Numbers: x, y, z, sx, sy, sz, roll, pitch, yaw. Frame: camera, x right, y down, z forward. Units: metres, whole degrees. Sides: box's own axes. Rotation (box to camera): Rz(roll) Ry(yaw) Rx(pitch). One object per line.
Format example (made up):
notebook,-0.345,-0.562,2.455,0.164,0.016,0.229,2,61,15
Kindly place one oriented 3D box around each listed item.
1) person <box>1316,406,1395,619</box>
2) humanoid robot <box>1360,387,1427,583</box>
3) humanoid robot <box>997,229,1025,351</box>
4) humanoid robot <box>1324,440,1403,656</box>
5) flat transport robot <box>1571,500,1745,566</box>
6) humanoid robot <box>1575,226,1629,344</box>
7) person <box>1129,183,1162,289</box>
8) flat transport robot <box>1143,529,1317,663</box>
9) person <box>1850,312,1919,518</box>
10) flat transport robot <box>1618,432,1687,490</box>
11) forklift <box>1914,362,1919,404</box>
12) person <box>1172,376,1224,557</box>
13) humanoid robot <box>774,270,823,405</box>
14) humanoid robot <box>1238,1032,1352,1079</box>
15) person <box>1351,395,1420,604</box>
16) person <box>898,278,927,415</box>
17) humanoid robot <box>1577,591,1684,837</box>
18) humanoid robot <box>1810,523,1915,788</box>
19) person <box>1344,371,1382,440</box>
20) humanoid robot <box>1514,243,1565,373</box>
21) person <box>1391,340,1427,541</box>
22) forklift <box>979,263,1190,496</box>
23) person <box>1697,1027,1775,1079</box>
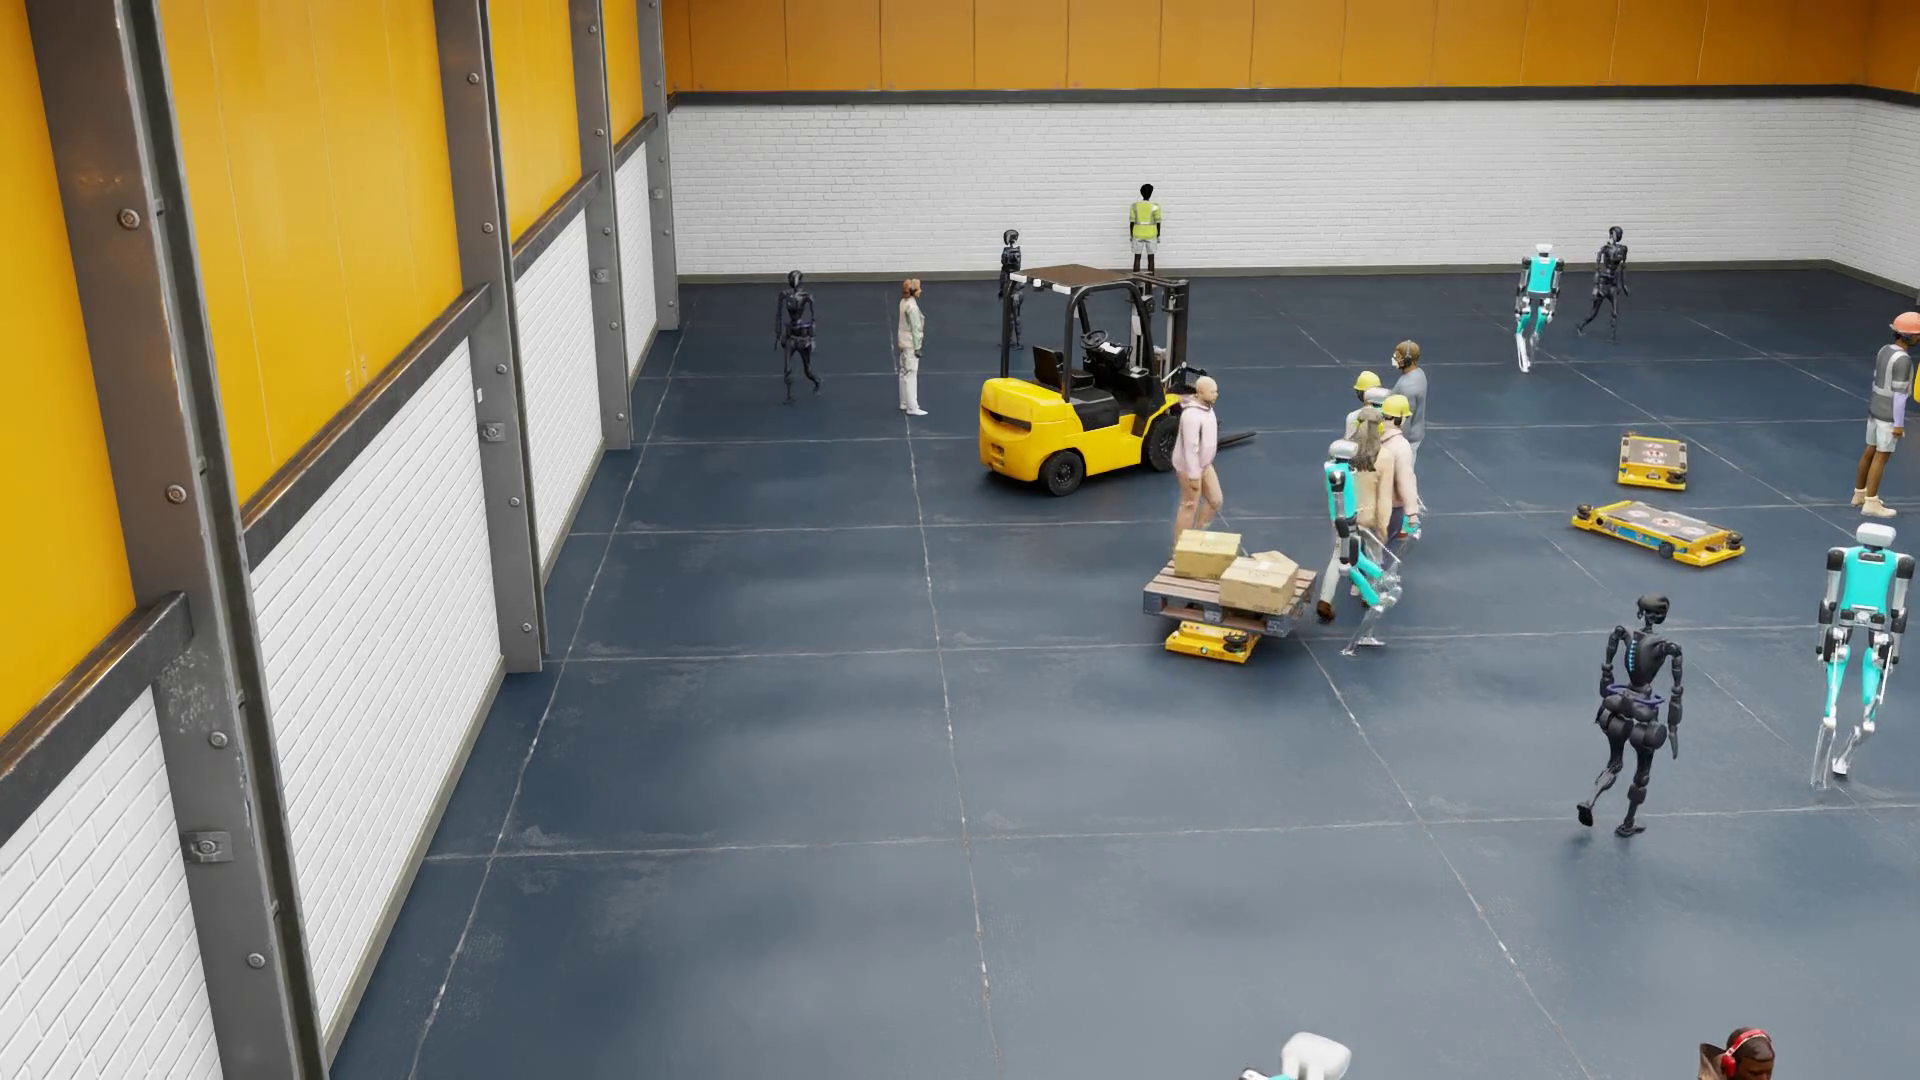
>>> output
person,3.355,-0.230,13.986,0.571,1.836,0.920,15,25,36
humanoid robot,3.879,-0.460,14.741,0.755,1.765,0.543,8,22,21
humanoid robot,0.717,-3.465,23.004,0.315,1.657,0.599,-8,22,-20
humanoid robot,3.271,0.090,13.256,0.827,1.764,0.536,6,21,15
flat transport robot,6.649,-0.088,15.867,0.659,0.231,1.431,-13,24,-31
humanoid robot,9.142,-3.629,23.529,0.602,1.642,0.740,-8,22,-22
person,2.997,-4.918,26.951,0.536,1.695,0.320,5,21,14
flat transport robot,2.248,0.636,13.895,0.659,0.231,1.431,9,22,24
person,9.201,-1.247,16.453,0.382,2.045,0.604,3,20,9
flat transport robot,7.474,-0.851,17.946,0.659,0.231,1.431,8,22,20
forklift,12.602,-2.435,19.475,2.313,2.155,1.214,-1,20,-4
person,2.196,-0.638,15.187,0.554,1.764,0.557,10,22,26
humanoid robot,-1.975,-2.520,20.497,0.601,1.647,0.694,9,22,24
humanoid robot,1.405,2.568,6.555,0.533,1.744,1.047,11,23,26
person,3.602,-0.339,14.254,0.431,1.855,0.818,-11,23,-27
person,-0.590,-2.322,19.958,0.313,1.641,0.514,-6,21,-16
humanoid robot,4.232,1.127,10.508,0.506,1.641,0.607,-14,24,-33
humanoid robot,6.076,0.869,11.293,0.544,1.880,0.763,9,22,24
person,3.728,-0.691,15.355,0.530,1.760,0.338,-8,22,-22
humanoid robot,7.525,-3.015,21.854,0.547,1.874,0.822,3,20,9
person,4.221,-0.946,15.803,0.368,1.931,0.628,7,21,19
forklift,1.315,-1.764,17.646,2.313,2.155,1.214,-14,24,-33
person,2.972,2.596,6.558,0.457,1.644,0.309,-5,21,-12
